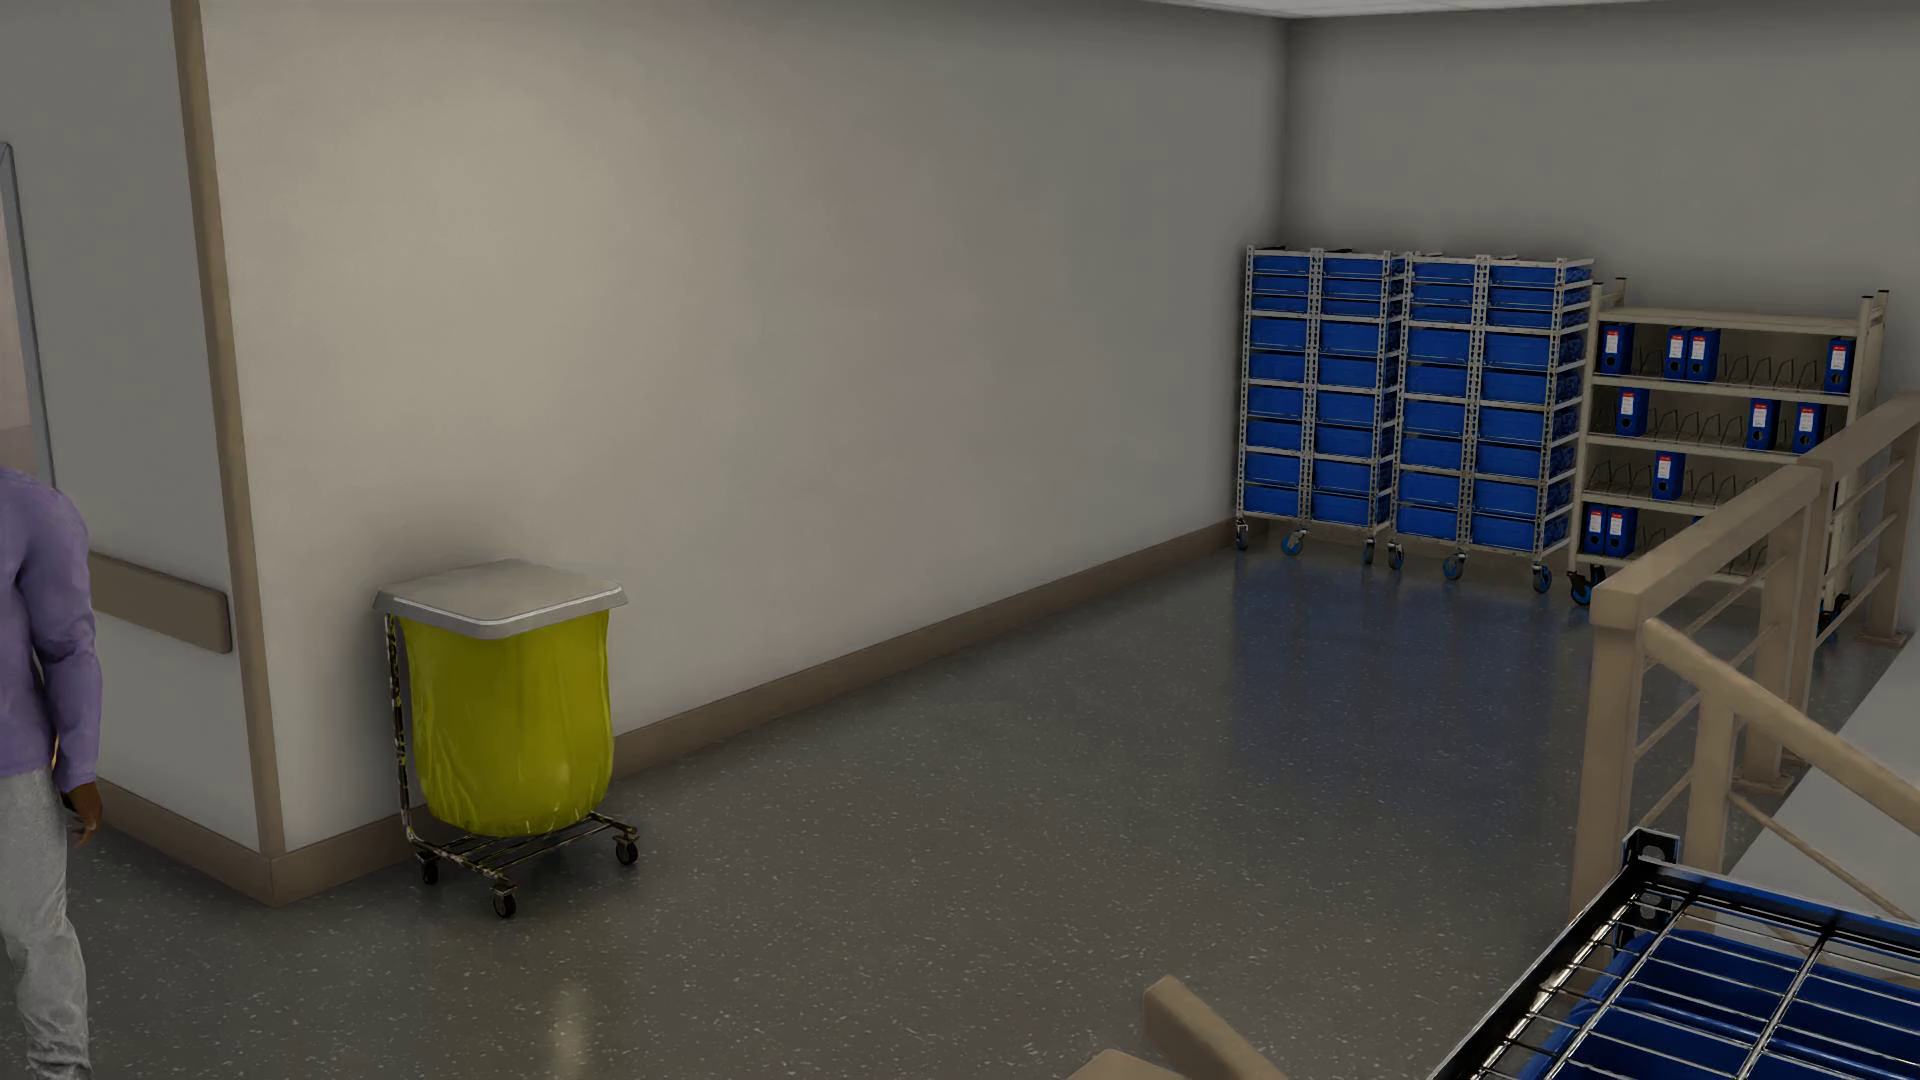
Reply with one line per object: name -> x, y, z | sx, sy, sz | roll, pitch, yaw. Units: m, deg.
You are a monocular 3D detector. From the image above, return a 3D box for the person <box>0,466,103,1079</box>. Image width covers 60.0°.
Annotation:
person -> -2.213, 0.521, 3.664 | 0.627, 1.940, 0.370 | -4, 14, -15
